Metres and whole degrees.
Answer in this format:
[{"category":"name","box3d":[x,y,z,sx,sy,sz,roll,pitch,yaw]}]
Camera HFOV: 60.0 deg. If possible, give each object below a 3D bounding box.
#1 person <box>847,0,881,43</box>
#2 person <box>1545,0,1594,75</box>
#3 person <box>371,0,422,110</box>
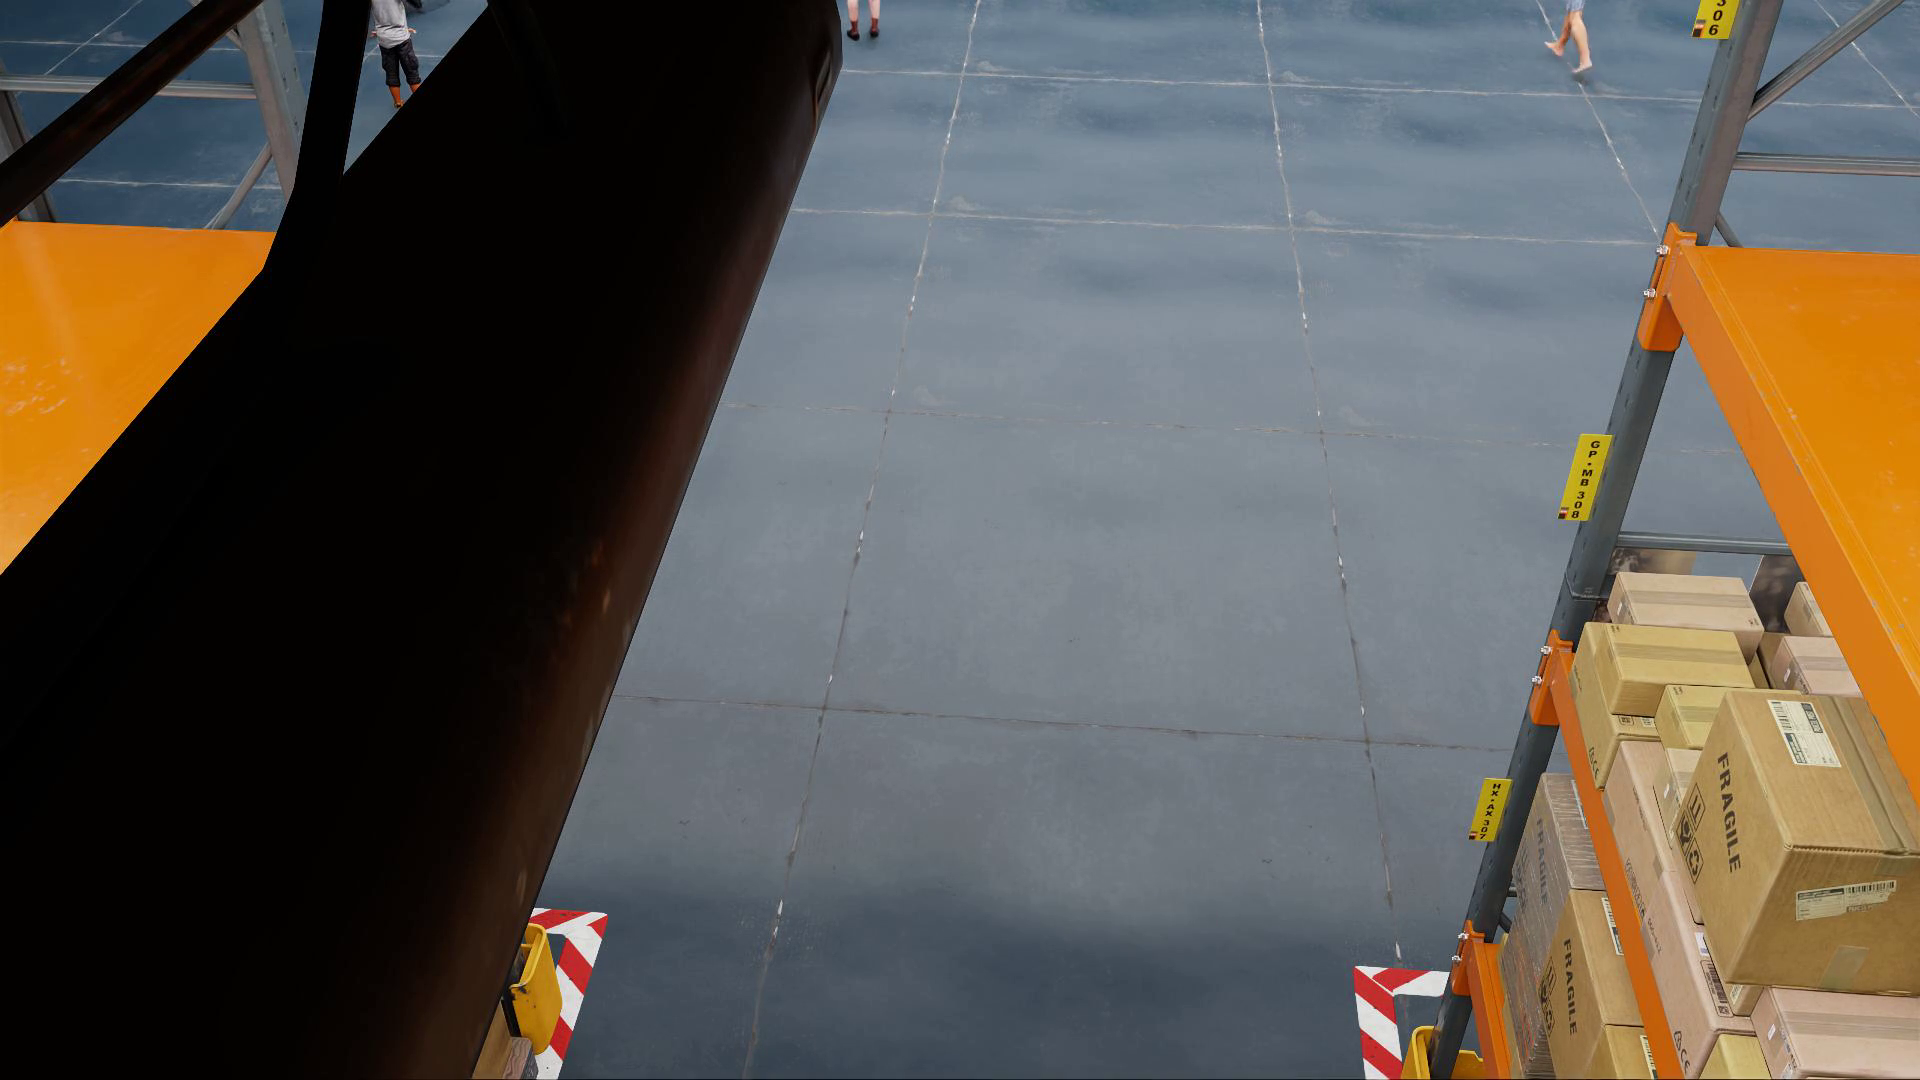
[{"category":"person","box3d":[-0.999,-5.863,16.596,0.674,1.720,0.626,-8,39,-10]},{"category":"person","box3d":[6.017,-5.375,15.893,0.873,1.818,1.207,-9,39,-11]},{"category":"person","box3d":[-5.235,-4.710,15.336,0.617,1.456,0.578,-6,38,-7]}]
